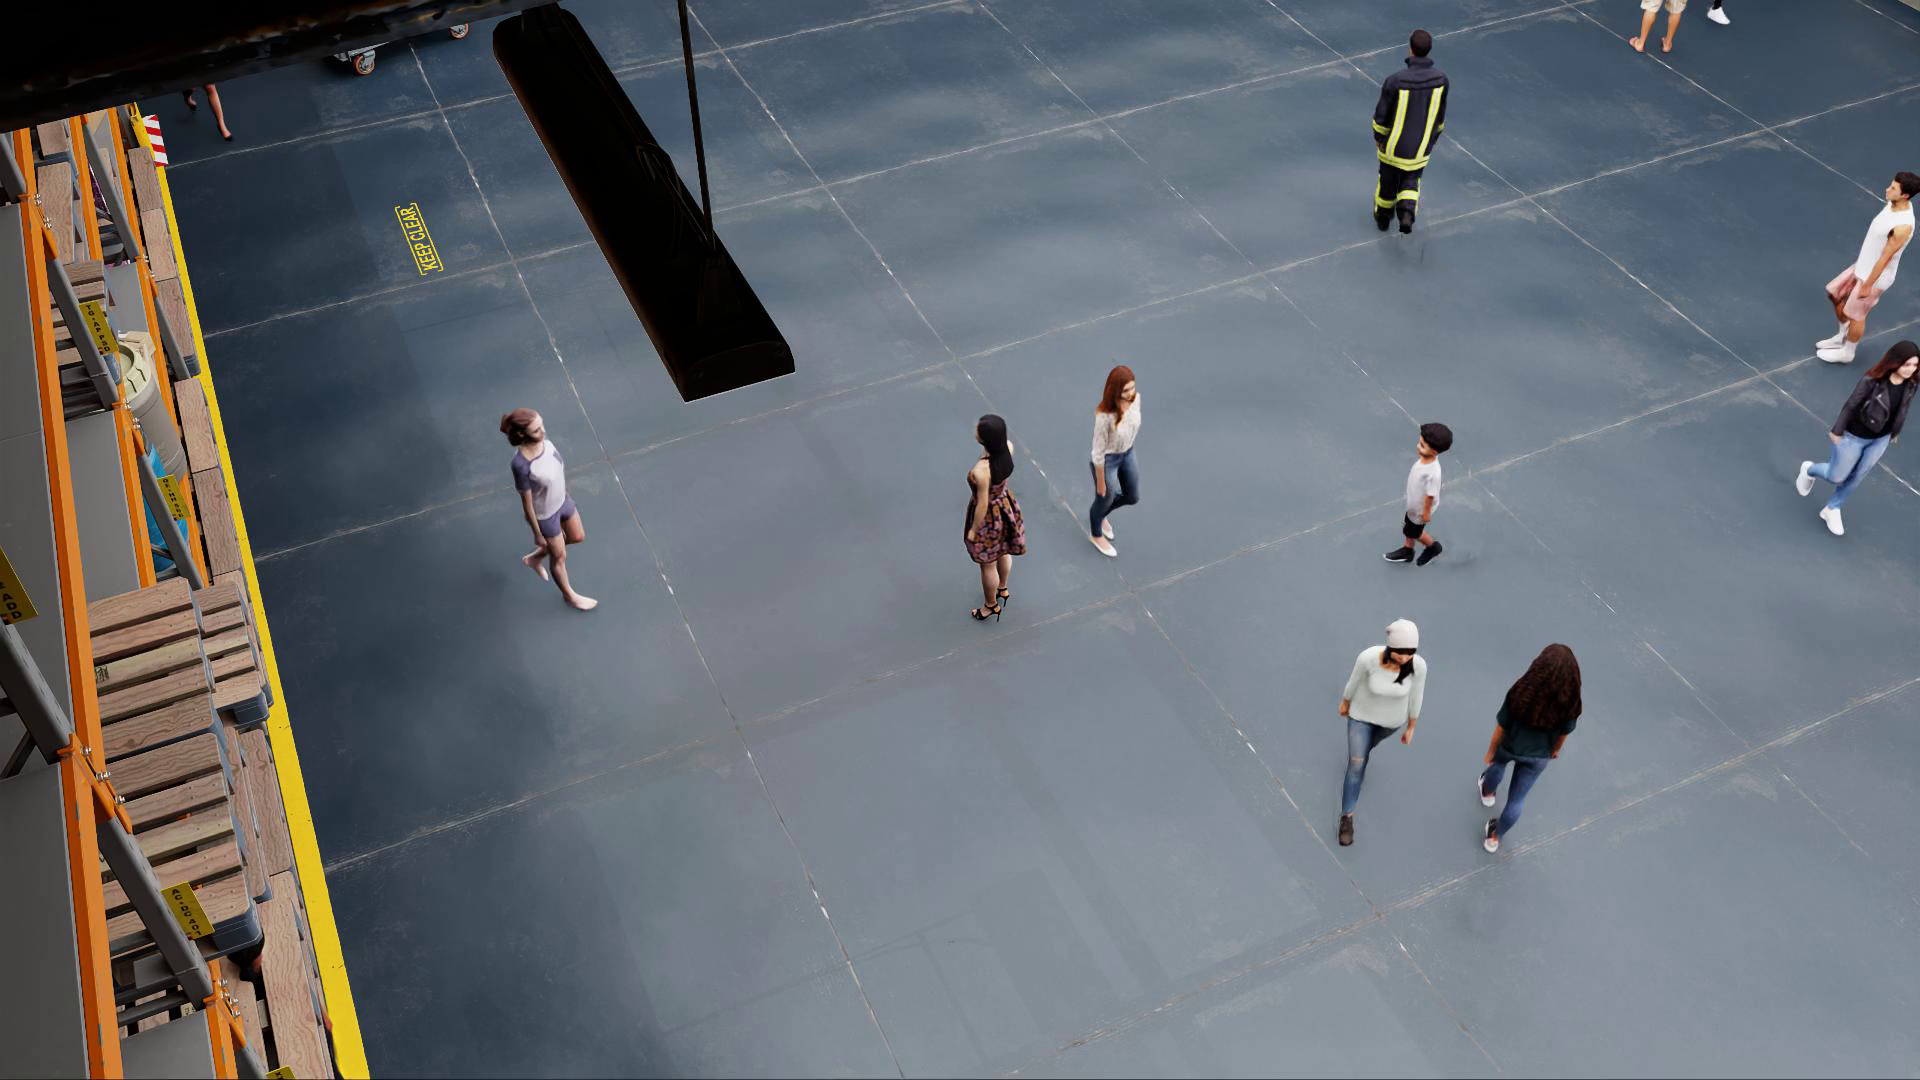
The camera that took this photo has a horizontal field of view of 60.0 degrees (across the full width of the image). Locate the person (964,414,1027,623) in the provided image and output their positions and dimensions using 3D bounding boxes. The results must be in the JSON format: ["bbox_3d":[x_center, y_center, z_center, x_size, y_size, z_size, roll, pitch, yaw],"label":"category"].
[{"bbox_3d":[0.206,-0.150,11.190,0.847,1.776,0.802,21,48,21],"label":"person"}]

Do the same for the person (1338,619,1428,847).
[{"bbox_3d":[2.540,1.008,10.101,0.974,1.600,1.164,6,44,6],"label":"person"}]

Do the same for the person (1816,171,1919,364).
[{"bbox_3d":[7.381,-2.137,13.278,0.869,1.772,0.798,11,45,11],"label":"person"}]

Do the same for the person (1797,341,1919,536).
[{"bbox_3d":[6.468,-0.795,11.977,0.779,1.622,0.884,-5,44,-5],"label":"person"}]

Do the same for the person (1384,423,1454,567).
[{"bbox_3d":[3.323,-0.304,11.731,0.676,1.250,0.640,-2,44,-2],"label":"person"}]

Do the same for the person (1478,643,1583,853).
[{"bbox_3d":[3.329,1.282,9.814,0.867,1.599,0.940,12,45,12],"label":"person"}]

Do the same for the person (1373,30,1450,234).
[{"bbox_3d":[3.952,-3.509,14.618,0.996,1.908,1.067,1,44,1],"label":"person"}]

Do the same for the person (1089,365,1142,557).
[{"bbox_3d":[1.014,-0.603,11.712,0.688,1.711,0.714,-29,51,-27],"label":"person"}]

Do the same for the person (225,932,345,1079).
[{"bbox_3d":[-3.399,2.499,8.425,0.619,1.754,0.613,-4,44,-4],"label":"person"}]

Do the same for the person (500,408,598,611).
[{"bbox_3d":[-2.864,-0.228,11.285,0.890,1.756,0.845,11,45,11],"label":"person"}]

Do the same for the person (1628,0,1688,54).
[{"bbox_3d":[7.410,-5.961,17.226,0.750,1.862,0.755,4,44,4],"label":"person"}]
